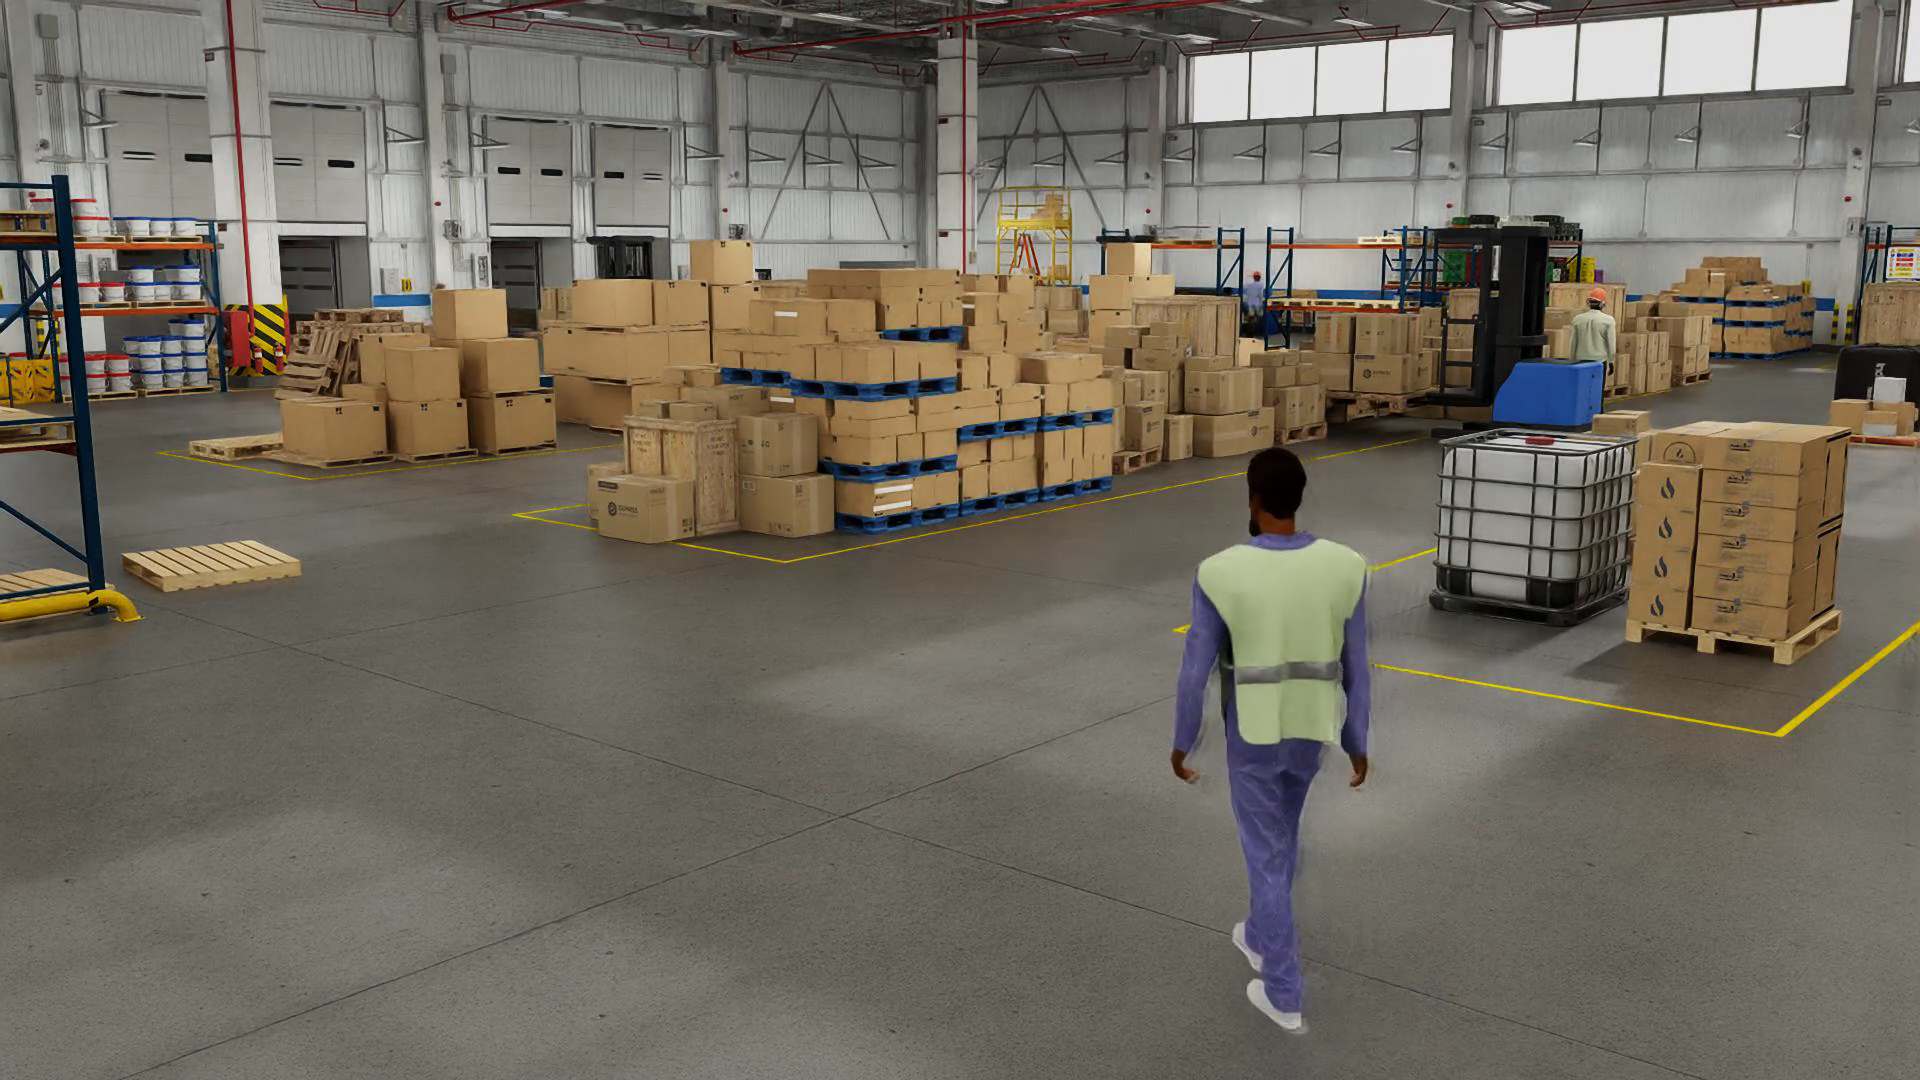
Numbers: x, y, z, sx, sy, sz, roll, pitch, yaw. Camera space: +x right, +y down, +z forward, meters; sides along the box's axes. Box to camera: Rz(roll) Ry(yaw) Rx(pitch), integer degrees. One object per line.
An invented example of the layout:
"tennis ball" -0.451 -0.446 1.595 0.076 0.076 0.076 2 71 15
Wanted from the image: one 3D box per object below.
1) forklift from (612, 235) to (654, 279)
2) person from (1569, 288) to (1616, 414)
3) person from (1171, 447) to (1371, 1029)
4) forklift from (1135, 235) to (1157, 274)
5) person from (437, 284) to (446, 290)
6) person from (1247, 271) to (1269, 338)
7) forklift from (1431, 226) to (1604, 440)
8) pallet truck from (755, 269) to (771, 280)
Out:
"forklift" -7.300 -5.450 37.421 1.873 2.768 1.129 8 13 40
"person" 8.791 -2.493 23.105 0.622 1.992 0.394 8 13 40
"person" 1.005 0.624 5.639 0.627 1.888 0.818 -3 10 -15
"forklift" 4.197 -5.547 37.973 1.873 2.768 1.129 2 10 13
"person" -13.494 -5.863 43.359 0.516 1.625 0.375 6 12 31
"person" 8.459 -6.695 47.349 0.545 1.876 0.935 7 12 35
"forklift" 7.339 -2.688 21.696 1.873 2.768 1.129 8 13 40
"pallet truck" -4.996 -6.432 45.525 1.885 1.965 0.823 -6 12 -32
